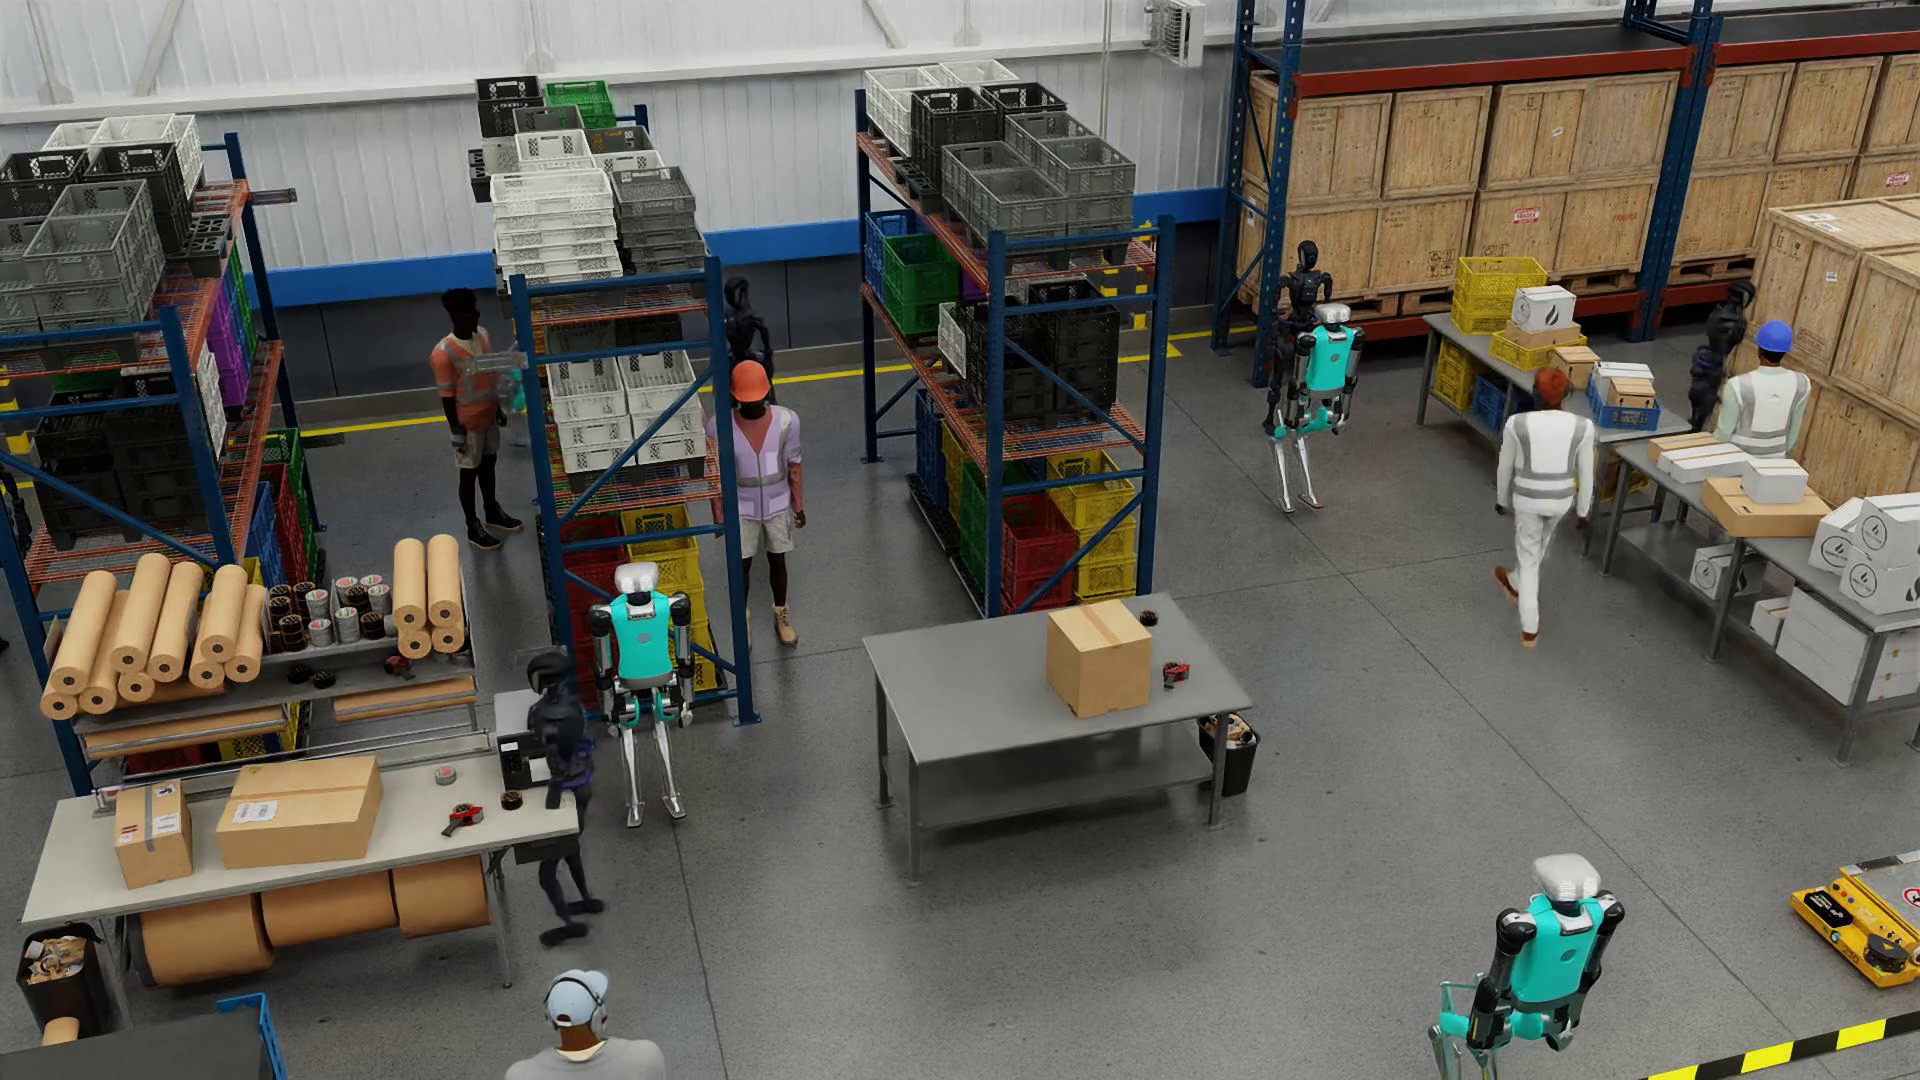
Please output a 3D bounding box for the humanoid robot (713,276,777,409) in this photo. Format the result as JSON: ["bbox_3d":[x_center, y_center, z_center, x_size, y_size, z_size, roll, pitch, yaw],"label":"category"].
[{"bbox_3d":[-1.652,-1.332,13.127,0.616,1.648,0.466,17,33,27],"label":"humanoid robot"}]

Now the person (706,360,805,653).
[{"bbox_3d":[-1.293,-0.208,10.700,0.613,2.040,0.387,-8,30,-14],"label":"person"}]

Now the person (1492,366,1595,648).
[{"bbox_3d":[3.837,-0.248,10.996,0.584,1.834,0.924,1,29,2],"label":"person"}]

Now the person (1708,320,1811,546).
[{"bbox_3d":[5.444,-0.582,11.478,0.601,1.949,0.388,-2,29,-4],"label":"person"}]

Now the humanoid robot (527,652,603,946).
[{"bbox_3d":[-2.006,1.269,8.379,0.342,1.648,0.585,-4,29,-8],"label":"humanoid robot"}]

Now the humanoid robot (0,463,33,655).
[{"bbox_3d":[-6.224,0.017,10.653,0.599,1.657,0.315,-8,30,-14],"label":"humanoid robot"}]

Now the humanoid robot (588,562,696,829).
[{"bbox_3d":[-1.729,0.770,9.097,0.533,1.677,0.735,-8,30,-14],"label":"humanoid robot"}]

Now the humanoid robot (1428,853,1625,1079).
[{"bbox_3d":[2.298,1.896,7.050,0.533,1.676,0.735,-8,30,-14],"label":"humanoid robot"}]

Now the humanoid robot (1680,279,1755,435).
[{"bbox_3d":[5.853,-1.304,13.068,0.424,1.636,0.618,12,31,21],"label":"humanoid robot"}]

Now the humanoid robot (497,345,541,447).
[{"bbox_3d":[-3.528,-1.478,13.339,0.797,1.785,0.553,1,29,2],"label":"humanoid robot"}]

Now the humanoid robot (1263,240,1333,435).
[{"bbox_3d":[2.792,-1.676,13.733,0.599,1.657,0.315,-8,30,-14],"label":"humanoid robot"}]

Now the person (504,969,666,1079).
[{"bbox_3d":[-1.351,2.343,6.258,0.587,1.849,0.396,-7,29,-12],"label":"person"}]

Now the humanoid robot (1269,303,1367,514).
[{"bbox_3d":[2.583,-1.040,12.390,0.533,1.677,0.735,-8,30,-14],"label":"humanoid robot"}]

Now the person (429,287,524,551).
[{"bbox_3d":[-3.501,-0.892,12.022,0.367,1.966,0.603,9,30,16],"label":"person"}]

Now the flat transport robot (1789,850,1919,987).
[{"bbox_3d":[5.163,1.916,8.676,1.431,0.231,0.659,-8,30,-14],"label":"flat transport robot"}]
